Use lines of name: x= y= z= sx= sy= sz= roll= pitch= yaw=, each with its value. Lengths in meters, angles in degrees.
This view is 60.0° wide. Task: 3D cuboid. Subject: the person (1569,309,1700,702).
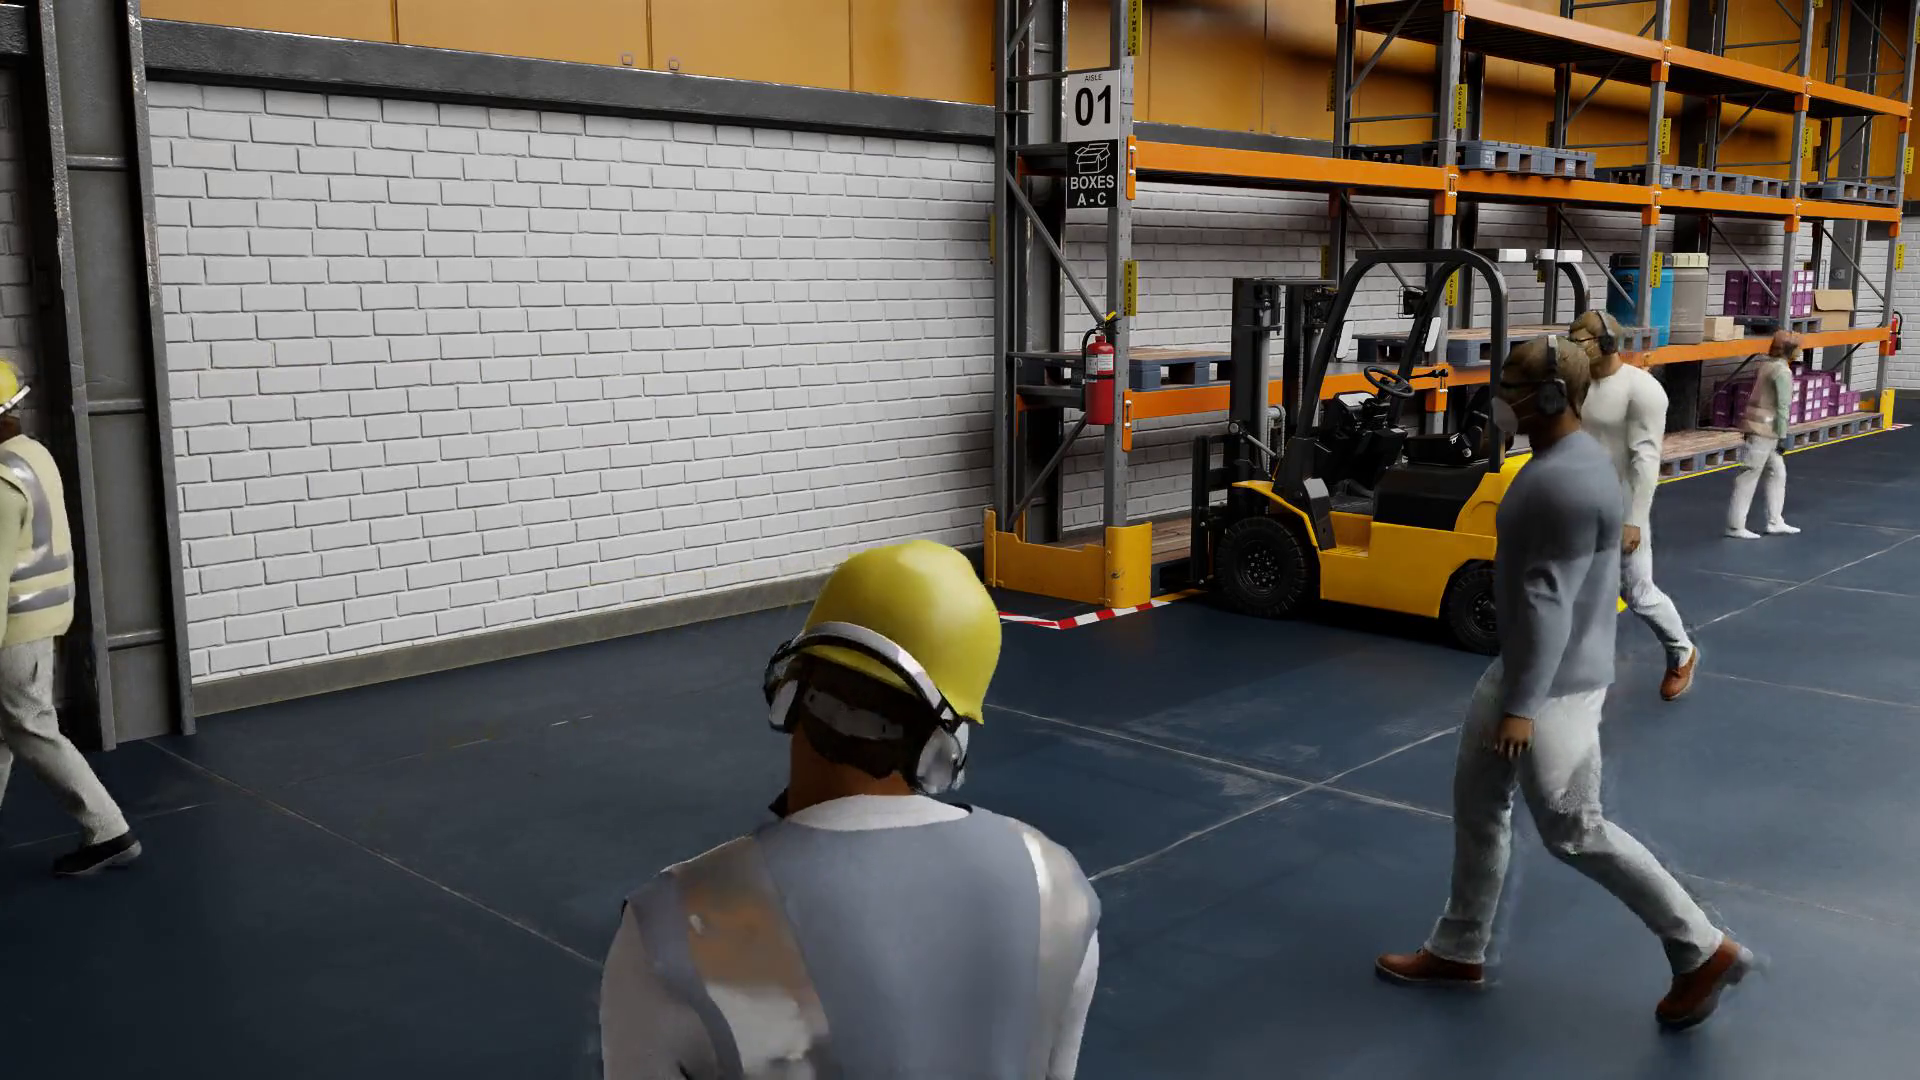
person: x=3.085 y=-0.133 z=7.789 sx=0.965 sy=1.899 sz=0.645 roll=-5 pitch=10 yaw=-28

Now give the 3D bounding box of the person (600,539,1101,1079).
person: x=-0.178 y=0.908 z=1.751 sx=0.740 sy=1.785 sz=0.417 roll=-8 pitch=12 yaw=-41

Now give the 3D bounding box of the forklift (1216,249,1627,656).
forklift: x=2.710 y=-0.584 z=9.626 sx=2.313 sy=2.155 sz=1.214 roll=9 pitch=13 yaw=43

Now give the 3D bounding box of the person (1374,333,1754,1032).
person: x=1.684 y=0.391 z=4.554 sx=0.918 sy=1.909 sz=0.638 roll=2 pitch=9 yaw=12

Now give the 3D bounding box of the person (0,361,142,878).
person: x=-3.193 y=0.275 z=5.566 sx=0.766 sy=1.804 sz=0.610 roll=-3 pitch=10 yaw=-19

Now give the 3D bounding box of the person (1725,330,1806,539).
person: x=6.233 y=-0.798 z=12.737 sx=0.627 sy=1.603 sz=0.537 roll=2 pitch=10 yaw=15
